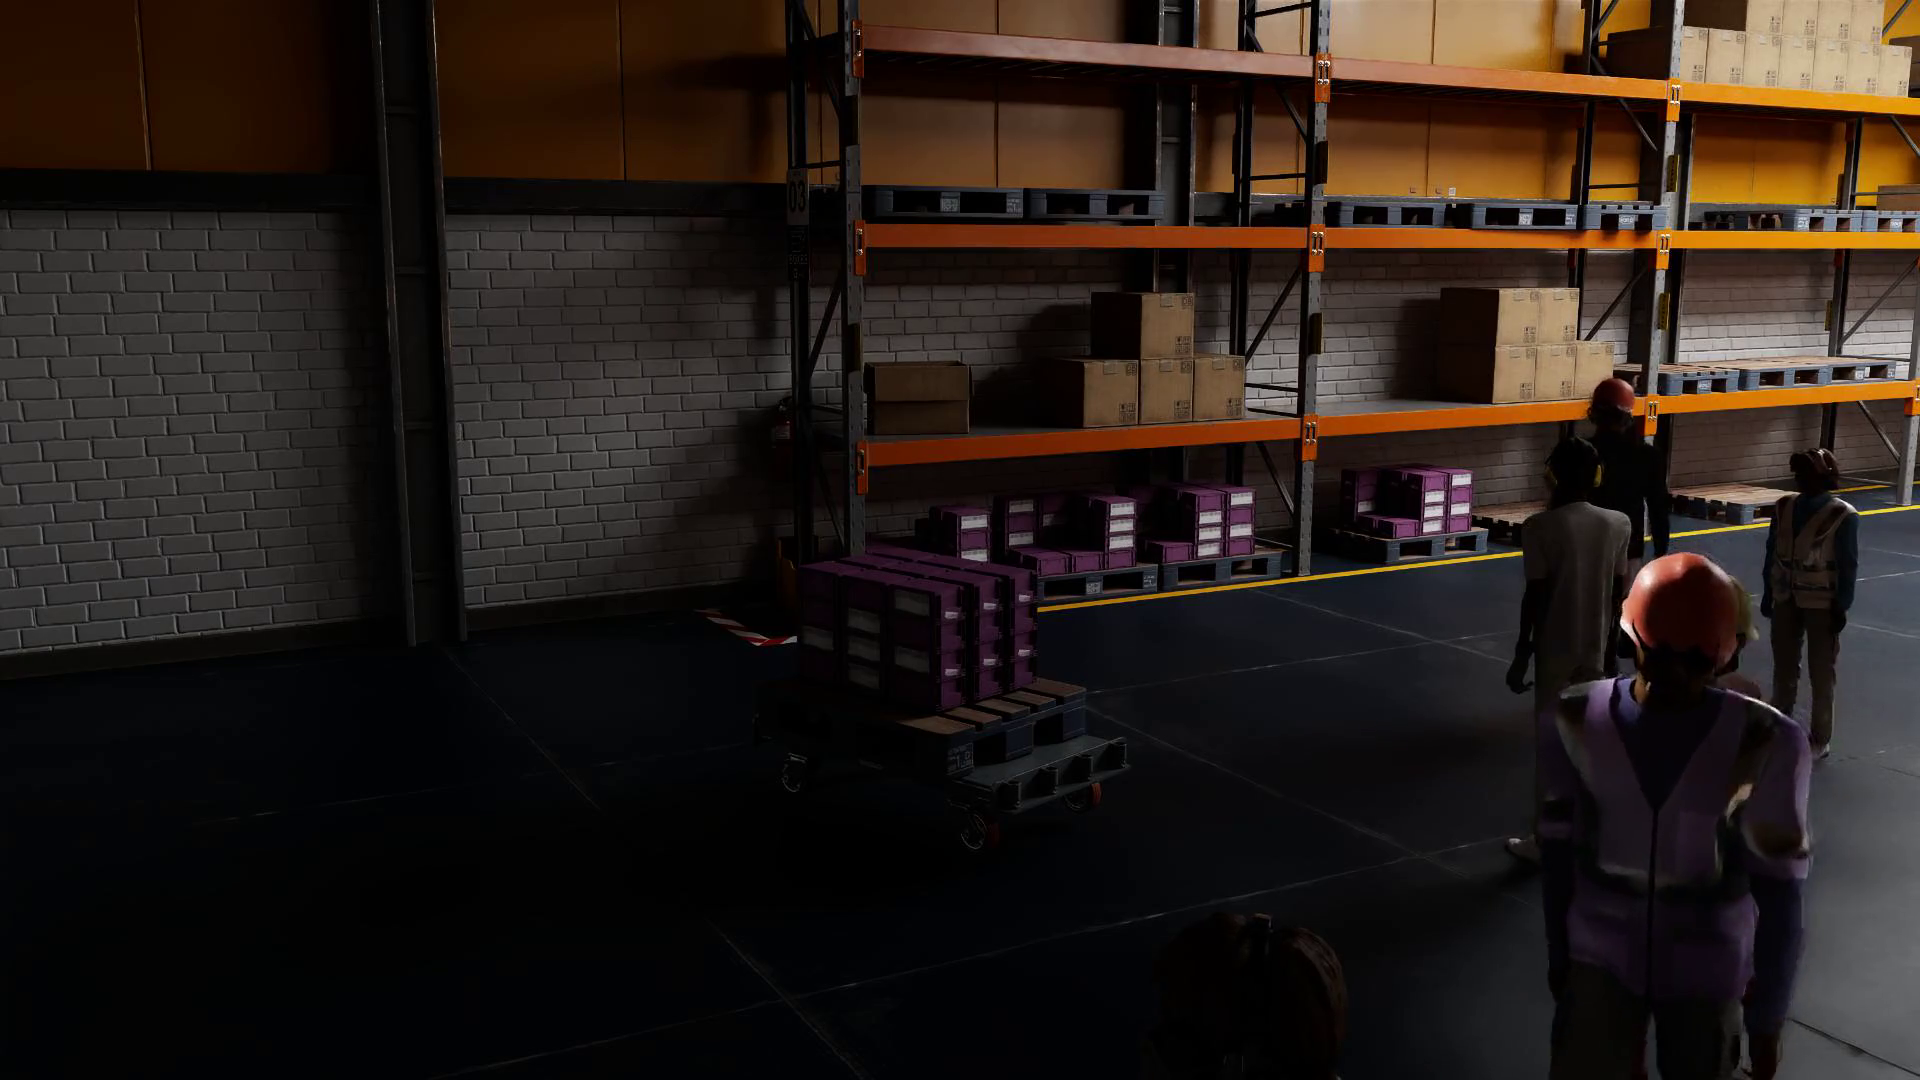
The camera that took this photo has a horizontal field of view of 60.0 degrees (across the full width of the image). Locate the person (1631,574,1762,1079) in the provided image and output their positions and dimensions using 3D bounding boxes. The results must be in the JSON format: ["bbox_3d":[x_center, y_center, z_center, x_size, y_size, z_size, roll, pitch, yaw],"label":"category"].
[{"bbox_3d":[2.099,0.954,4.793,0.540,1.751,0.486,-3,10,-14],"label":"person"}]

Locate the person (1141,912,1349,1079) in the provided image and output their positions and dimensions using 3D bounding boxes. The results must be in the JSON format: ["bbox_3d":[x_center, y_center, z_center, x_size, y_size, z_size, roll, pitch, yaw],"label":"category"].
[{"bbox_3d":[0.348,1.364,2.166,0.429,1.844,0.627,1,10,7],"label":"person"}]

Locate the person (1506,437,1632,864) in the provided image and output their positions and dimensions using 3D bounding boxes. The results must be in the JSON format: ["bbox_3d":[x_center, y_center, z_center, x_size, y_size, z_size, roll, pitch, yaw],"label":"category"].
[{"bbox_3d":[2.606,0.484,7.170,0.520,1.865,0.335,-2,10,-9],"label":"person"}]

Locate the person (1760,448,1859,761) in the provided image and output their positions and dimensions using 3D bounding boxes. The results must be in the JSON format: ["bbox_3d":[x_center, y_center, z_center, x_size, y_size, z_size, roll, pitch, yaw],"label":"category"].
[{"bbox_3d":[4.418,0.333,8.689,0.310,1.636,0.523,-4,11,-23],"label":"person"}]

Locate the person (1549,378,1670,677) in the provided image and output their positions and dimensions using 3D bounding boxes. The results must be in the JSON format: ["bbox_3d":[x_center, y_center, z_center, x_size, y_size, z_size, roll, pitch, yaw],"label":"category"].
[{"bbox_3d":[3.655,0.060,9.417,0.603,1.945,1.050,8,13,40],"label":"person"}]

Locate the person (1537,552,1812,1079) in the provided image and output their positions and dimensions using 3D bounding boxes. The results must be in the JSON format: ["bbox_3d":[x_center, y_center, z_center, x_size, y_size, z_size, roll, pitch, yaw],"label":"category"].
[{"bbox_3d":[1.622,0.995,3.886,0.616,1.975,1.021,6,11,30],"label":"person"}]
